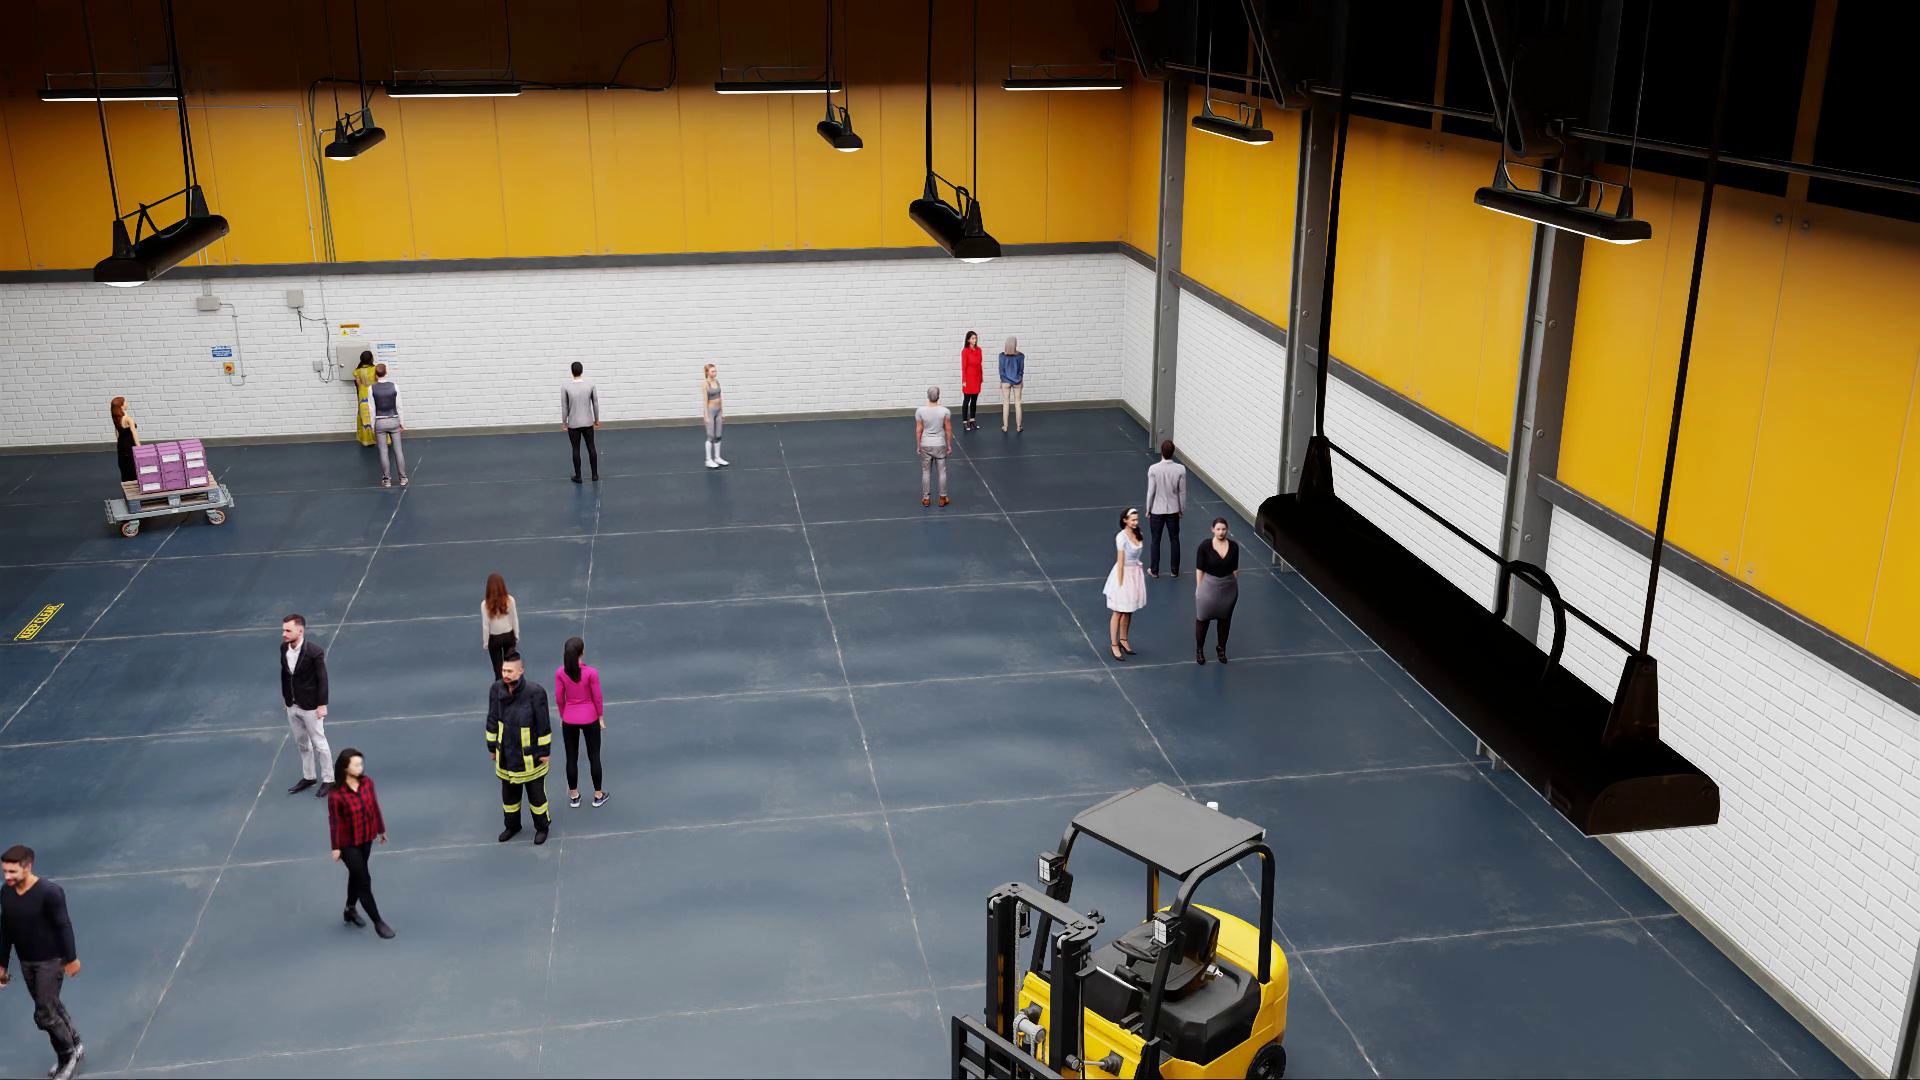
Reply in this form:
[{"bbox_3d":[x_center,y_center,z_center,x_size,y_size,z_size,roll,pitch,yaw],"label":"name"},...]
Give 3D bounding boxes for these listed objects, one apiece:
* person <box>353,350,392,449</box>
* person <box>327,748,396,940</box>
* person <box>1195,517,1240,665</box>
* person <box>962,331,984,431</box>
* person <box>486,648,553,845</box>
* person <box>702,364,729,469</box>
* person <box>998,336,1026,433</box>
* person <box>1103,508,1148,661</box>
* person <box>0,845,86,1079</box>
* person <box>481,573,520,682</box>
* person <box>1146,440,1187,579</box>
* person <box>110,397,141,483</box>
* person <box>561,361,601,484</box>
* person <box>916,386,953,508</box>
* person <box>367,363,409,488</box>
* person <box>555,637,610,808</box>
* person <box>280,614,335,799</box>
[{"bbox_3d":[-9.922,-2.385,28.058,0.932,1.660,0.880,2,19,4],"label":"person"},{"bbox_3d":[-5.036,2.466,13.696,0.977,1.631,0.949,10,21,27],"label":"person"},{"bbox_3d":[2.941,0.573,19.117,0.664,1.760,0.612,-2,19,-6],"label":"person"},{"bbox_3d":[0.208,-2.806,29.170,0.734,1.748,0.770,-16,24,-39],"label":"person"},{"bbox_3d":[-3.997,1.862,15.130,0.854,1.862,0.829,3,19,10],"label":"person"},{"bbox_3d":[-4.009,-2.027,26.930,0.712,1.702,0.648,12,22,32],"label":"person"},{"bbox_3d":[0.903,-2.732,29.030,0.646,1.697,0.613,0,19,0],"label":"person"},{"bbox_3d":[1.935,0.495,19.264,0.912,1.815,0.858,15,24,38],"label":"person"},{"bbox_3d":[-6.488,2.959,11.889,0.768,1.851,0.814,6,20,17],"label":"person"},{"bbox_3d":[-4.982,1.067,18.081,0.606,1.484,0.591,-10,21,-28],"label":"person"},{"bbox_3d":[2.700,-0.412,21.900,0.696,1.851,0.578,-2,19,-5],"label":"person"},{"bbox_3d":[-12.569,-1.374,25.111,0.676,1.624,0.721,9,21,25],"label":"person"},{"bbox_3d":[-5.949,-1.852,26.064,0.804,1.922,0.714,-8,20,-23],"label":"person"},{"bbox_3d":[-0.392,-1.403,24.873,0.736,1.832,0.635,1,19,2],"label":"person"},{"bbox_3d":[-8.931,-1.809,25.912,0.709,1.938,0.630,-8,20,-21],"label":"person"},{"bbox_3d":[-3.612,1.720,15.808,0.627,1.698,0.613,0,19,1],"label":"person"},{"bbox_3d":[-6.300,1.570,16.024,0.747,1.844,0.750,7,20,21],"label":"person"}]
